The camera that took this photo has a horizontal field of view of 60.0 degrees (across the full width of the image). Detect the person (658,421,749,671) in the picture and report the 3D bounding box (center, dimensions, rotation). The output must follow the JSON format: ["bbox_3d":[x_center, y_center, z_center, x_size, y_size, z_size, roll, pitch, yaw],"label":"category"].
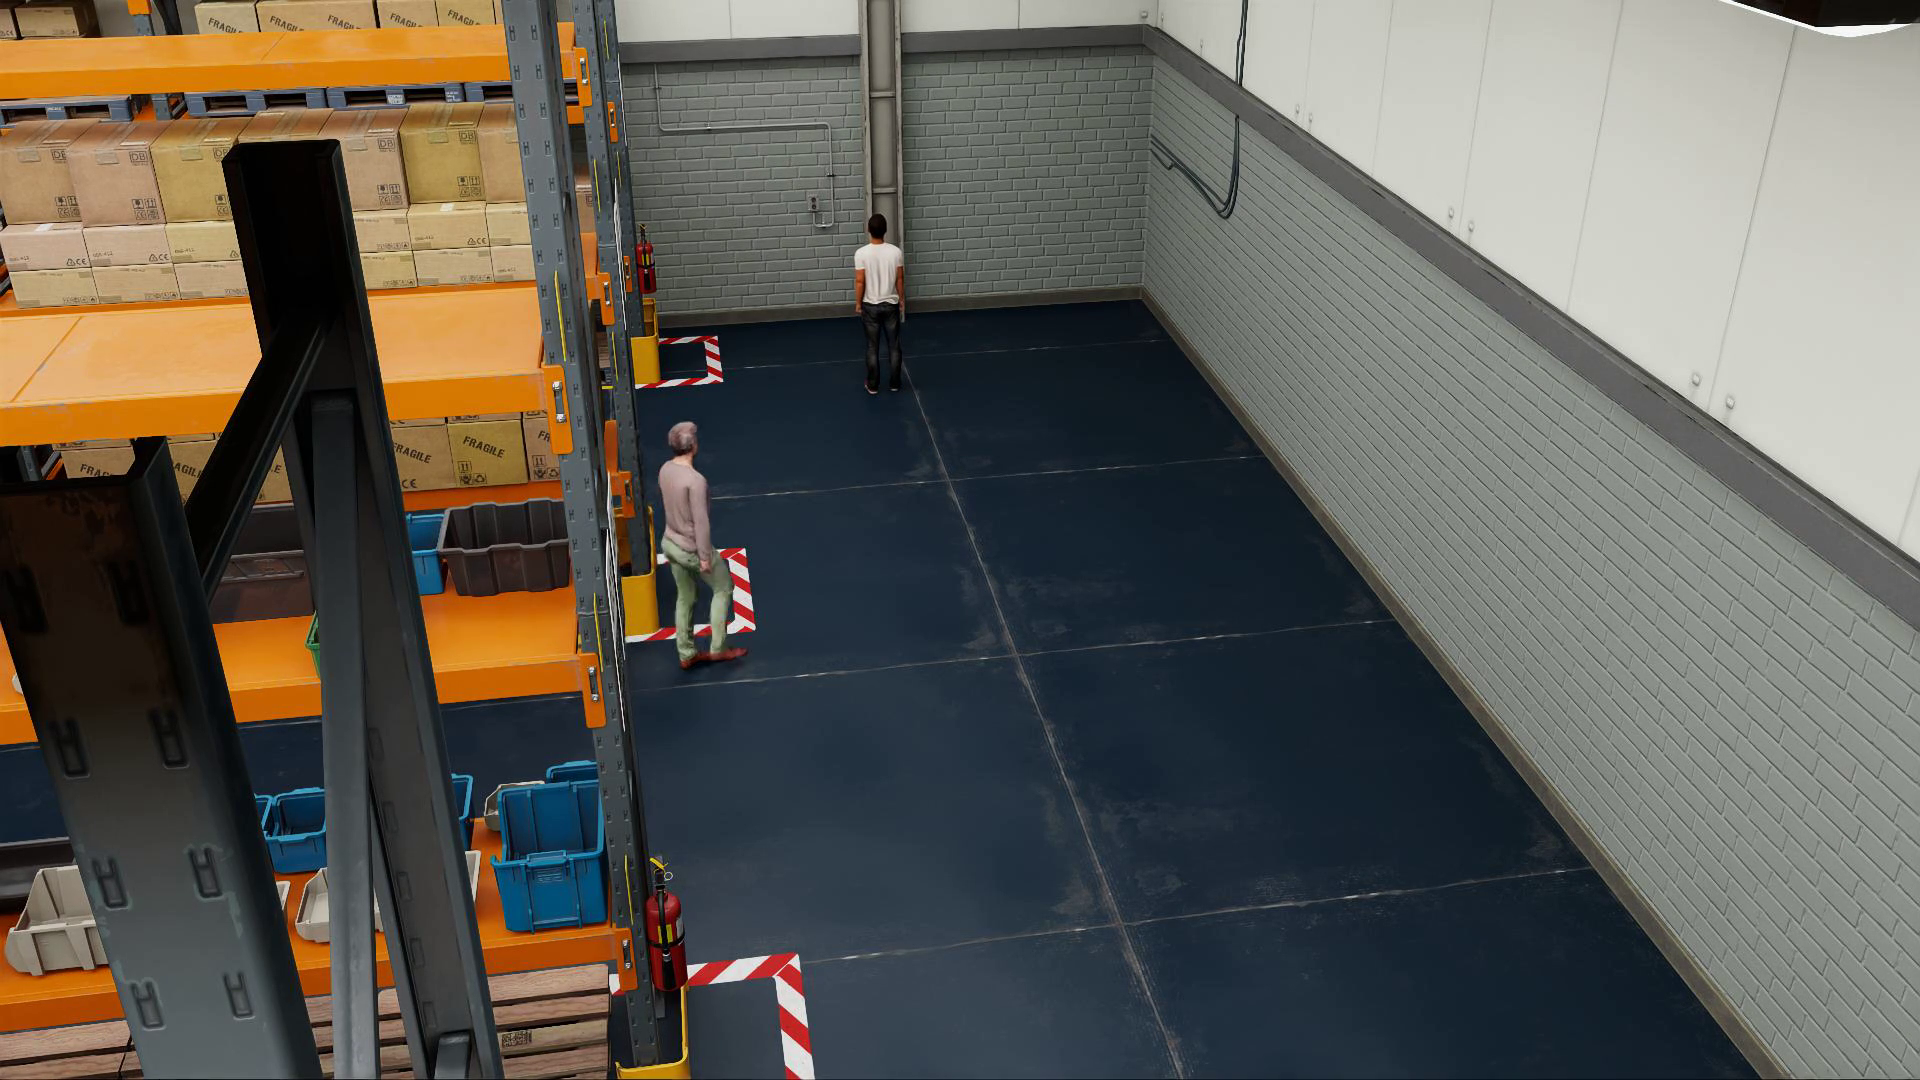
[{"bbox_3d":[-1.979,0.110,11.739,0.907,1.833,0.875,-20,34,-32],"label":"person"}]

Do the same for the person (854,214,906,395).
[{"bbox_3d":[-0.781,-2.319,16.330,0.464,1.804,0.696,-5,29,-10],"label":"person"}]
